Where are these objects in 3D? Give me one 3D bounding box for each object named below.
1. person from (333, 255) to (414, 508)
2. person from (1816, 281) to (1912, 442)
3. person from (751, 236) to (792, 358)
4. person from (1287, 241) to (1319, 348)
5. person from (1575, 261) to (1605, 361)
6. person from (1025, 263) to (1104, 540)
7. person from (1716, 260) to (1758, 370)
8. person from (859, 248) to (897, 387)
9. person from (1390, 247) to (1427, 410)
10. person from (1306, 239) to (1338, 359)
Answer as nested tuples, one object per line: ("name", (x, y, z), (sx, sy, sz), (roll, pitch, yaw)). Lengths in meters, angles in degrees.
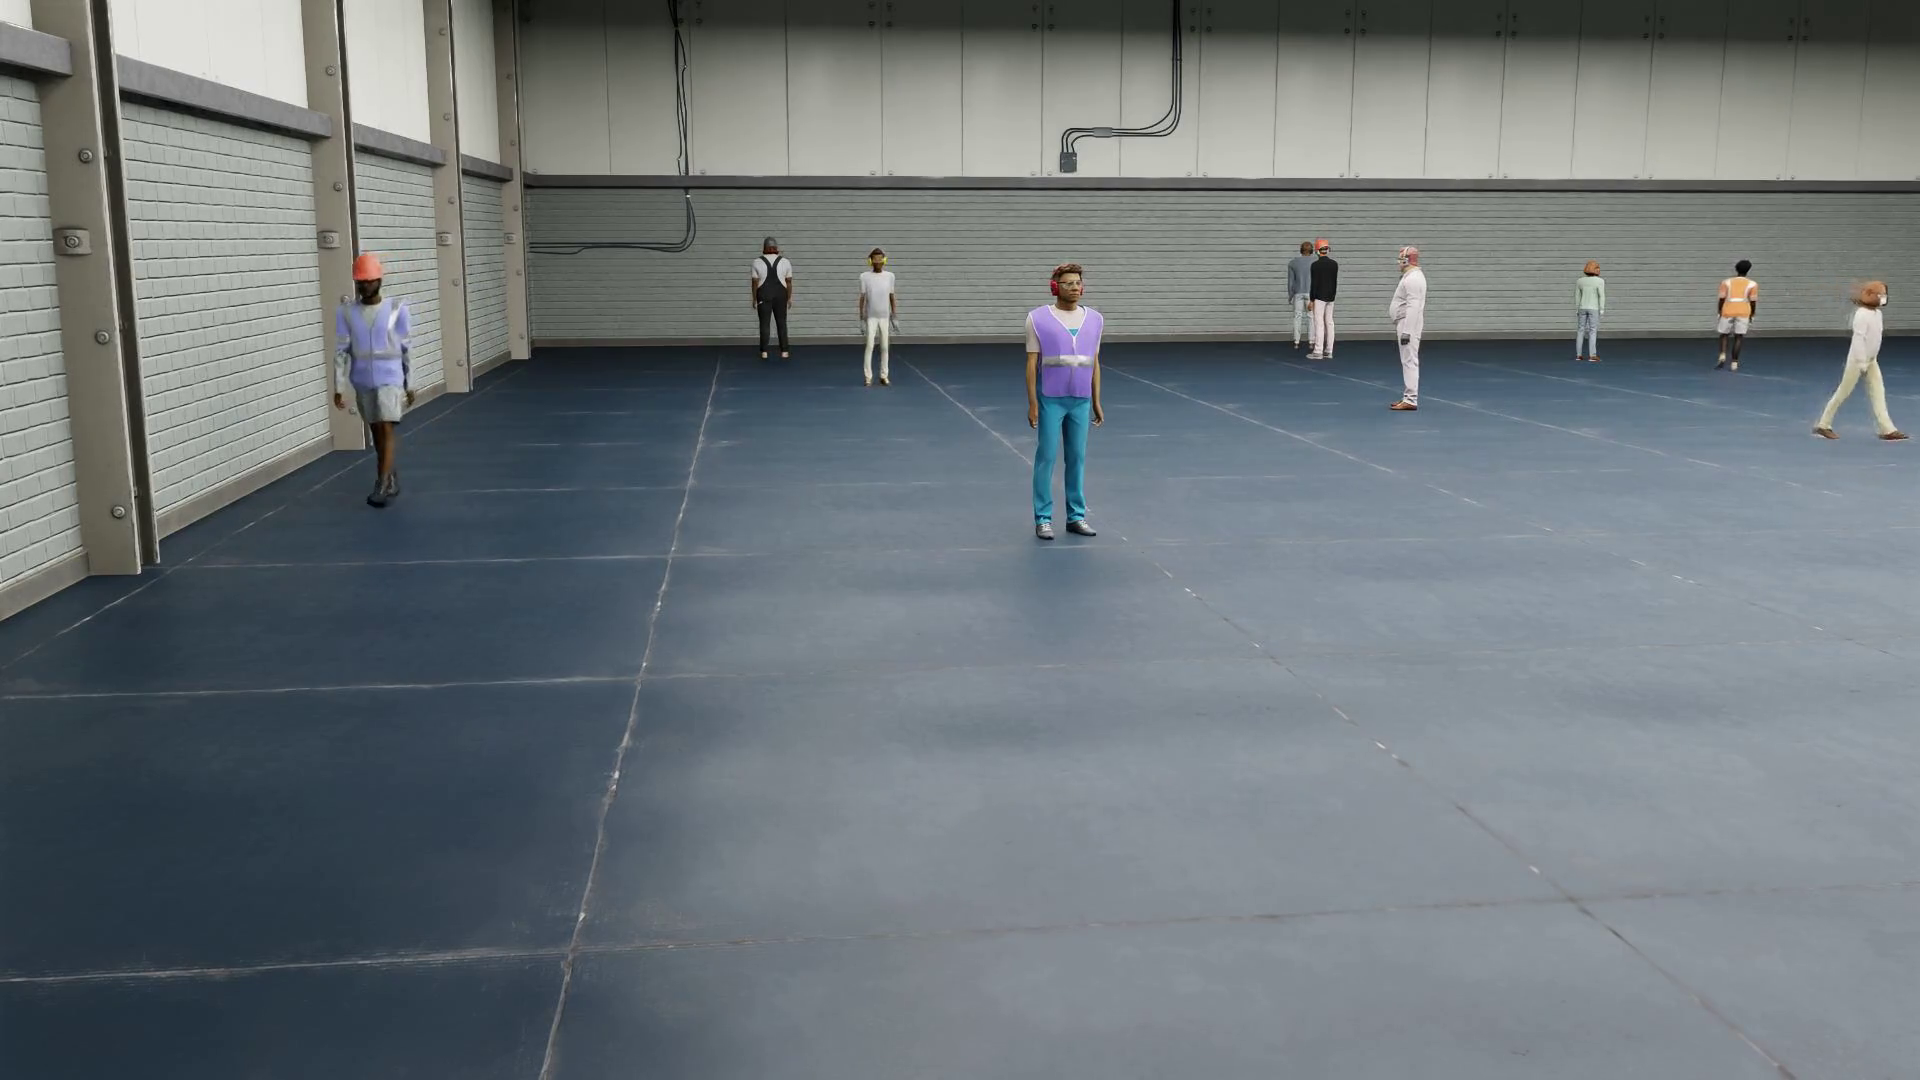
("person", (-4.454, -1.207, 12.634), (0.561, 1.879, 1.017), (-1, 10, -6))
("person", (8.977, -1.761, 16.477), (0.526, 1.584, 0.875), (-8, 13, -37))
("person", (-3.171, -4.087, 27.977), (0.688, 2.000, 0.536), (-2, 11, -12))
("person", (6.269, -4.450, 30.247), (0.629, 1.940, 0.378), (4, 11, 20))
("person", (10.324, -3.753, 27.264), (0.281, 1.633, 0.500), (-9, 14, -41))
("person", (0.700, -0.937, 11.230), (0.565, 1.849, 0.389), (-5, 11, -24))
("person", (11.814, -3.415, 25.291), (0.548, 1.670, 0.396), (6, 12, 30))
("person", (-1.114, -3.007, 22.531), (0.531, 1.869, 0.311), (-3, 11, -16))
("person", (5.234, -2.472, 19.502), (0.401, 1.904, 0.646), (3, 11, 19))
("person", (6.022, -4.010, 27.695), (0.610, 1.989, 0.391), (-7, 13, -35))
